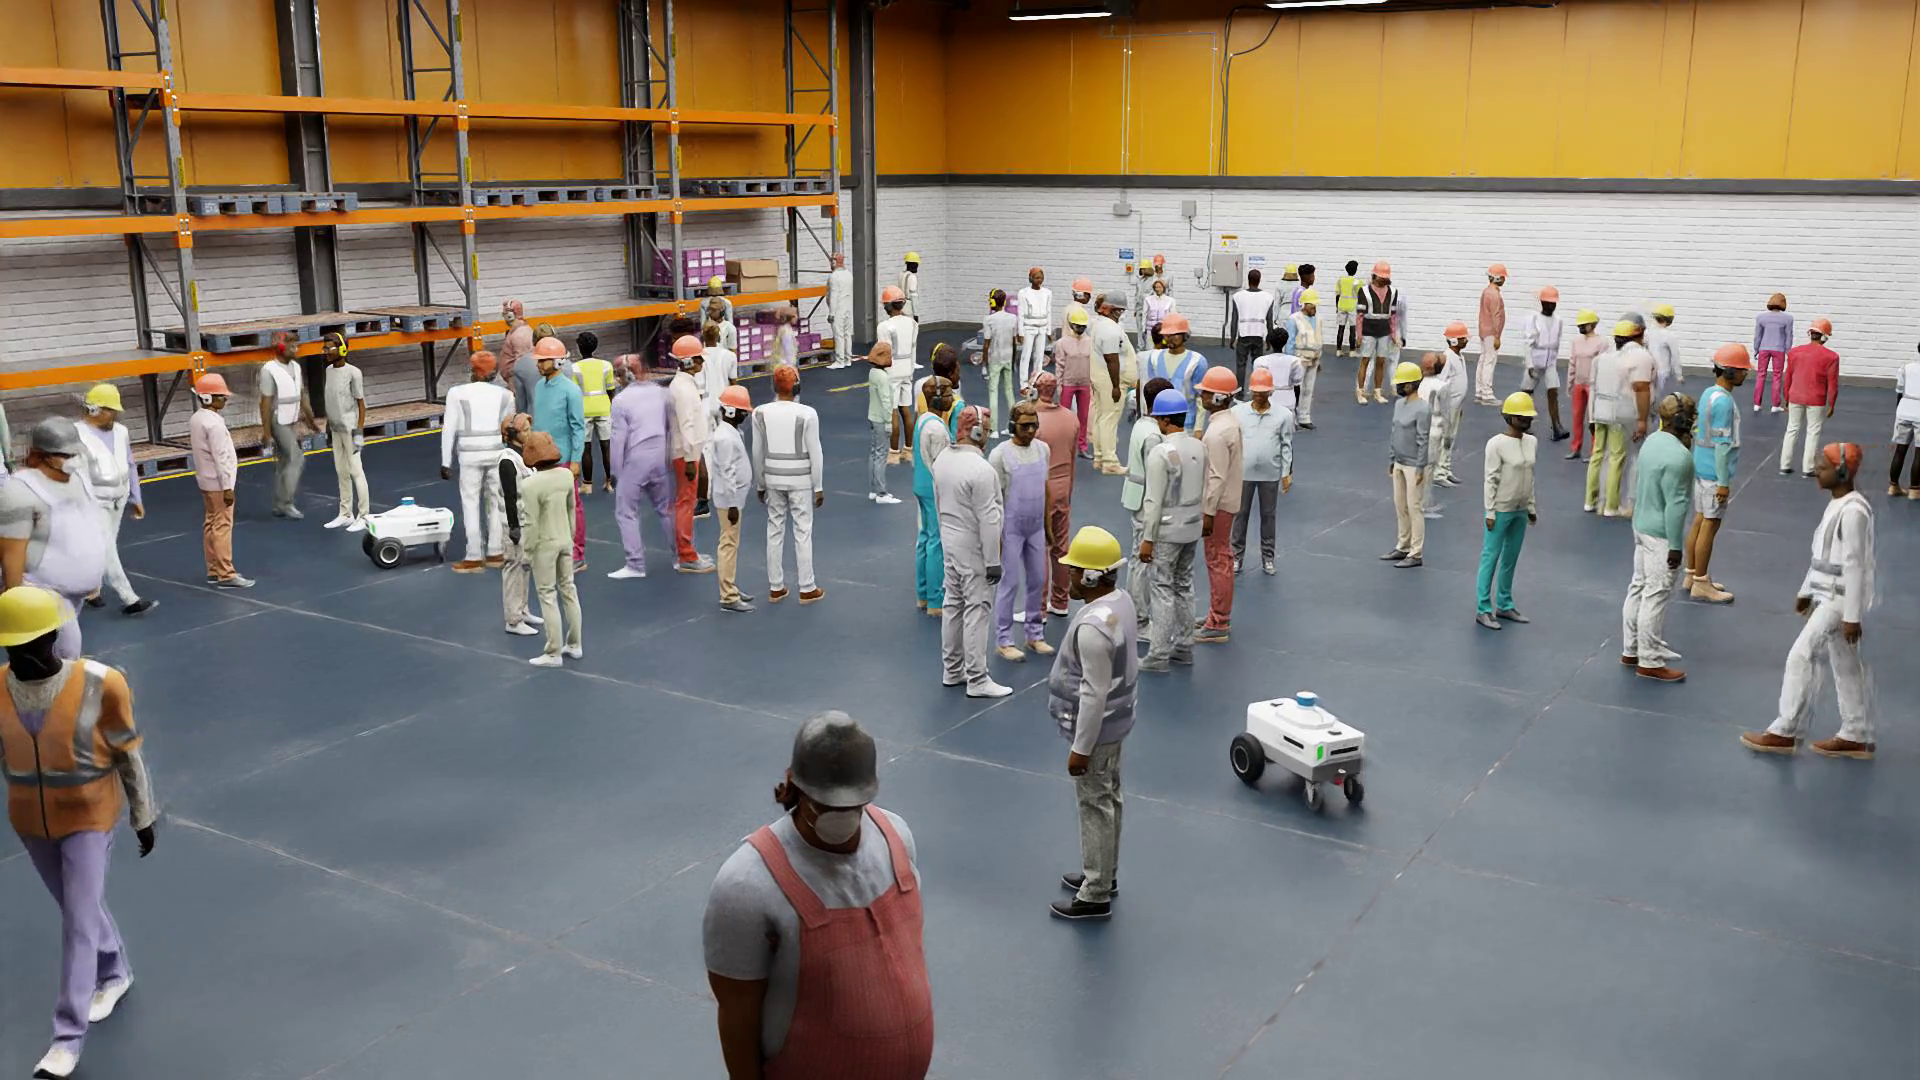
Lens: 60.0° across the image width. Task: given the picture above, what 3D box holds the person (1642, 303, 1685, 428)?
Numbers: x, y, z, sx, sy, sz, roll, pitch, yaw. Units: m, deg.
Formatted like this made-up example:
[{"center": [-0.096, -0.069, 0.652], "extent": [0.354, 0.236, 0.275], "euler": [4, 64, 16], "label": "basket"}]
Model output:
[{"center": [8.476, -2.023, 20.286], "extent": [0.933, 1.720, 0.528], "euler": [-3, 13, -14], "label": "person"}]

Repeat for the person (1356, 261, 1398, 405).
[{"center": [5.889, -2.918, 23.482], "extent": [0.605, 2.034, 0.389], "euler": [-3, 13, -11], "label": "person"}]

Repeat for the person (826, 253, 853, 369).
[{"center": [-2.023, -3.790, 27.538], "extent": [0.403, 1.911, 0.637], "euler": [6, 14, 23], "label": "person"}]

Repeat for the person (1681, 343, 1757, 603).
[{"center": [5.986, -0.532, 13.114], "extent": [0.379, 2.041, 0.614], "euler": [3, 13, 12], "label": "person"}]

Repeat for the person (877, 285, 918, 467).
[{"center": [-0.742, -1.852, 18.840], "extent": [0.373, 2.042, 0.607], "euler": [10, 16, 36], "label": "person"}]

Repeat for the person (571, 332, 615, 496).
[{"center": [-3.815, -1.304, 17.211], "extent": [0.530, 1.697, 0.321], "euler": [-9, 16, -34], "label": "person"}]

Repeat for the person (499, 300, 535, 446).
[{"center": [-4.943, -1.728, 18.608], "extent": [0.406, 1.903, 0.639], "euler": [-2, 13, -9], "label": "person"}]

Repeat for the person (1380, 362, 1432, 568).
[{"center": [3.819, -0.646, 14.239], "extent": [0.343, 1.755, 0.531], "euler": [-3, 13, -14], "label": "person"}]

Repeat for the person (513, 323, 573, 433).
[{"center": [-3.889, -1.081, 15.728], "extent": [0.627, 1.936, 0.371], "euler": [4, 14, 16], "label": "person"}]

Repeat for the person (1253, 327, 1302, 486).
[{"center": [3.355, -1.408, 17.665], "extent": [0.537, 1.695, 0.320], "euler": [0, 13, -1], "label": "person"}]

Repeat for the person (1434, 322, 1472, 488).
[{"center": [5.228, -1.441, 17.675], "extent": [0.320, 1.755, 0.570], "euler": [8, 15, 30], "label": "person"}]

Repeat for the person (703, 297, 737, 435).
[{"center": [-2.866, -1.960, 19.737], "extent": [0.505, 1.846, 0.346], "euler": [8, 15, 31], "label": "person"}]

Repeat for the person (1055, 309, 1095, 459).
[{"center": [1.346, -1.780, 19.158], "extent": [0.522, 1.758, 0.350], "euler": [-5, 14, -20], "label": "person"}]

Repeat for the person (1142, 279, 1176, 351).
[{"center": [3.024, -3.157, 25.380], "extent": [0.510, 1.640, 0.308], "euler": [3, 13, 13], "label": "person"}]

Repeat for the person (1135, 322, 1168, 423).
[{"center": [1.972, -1.258, 16.680], "extent": [0.525, 1.857, 0.345], "euler": [13, 18, 43], "label": "person"}]

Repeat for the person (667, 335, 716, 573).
[{"center": [-2.289, -0.730, 14.069], "extent": [0.387, 1.996, 0.612], "euler": [-2, 13, -11], "label": "person"}]

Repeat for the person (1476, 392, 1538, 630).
[{"center": [4.098, -0.224, 12.382], "extent": [0.523, 1.769, 0.313], "euler": [-8, 15, -32], "label": "person"}]

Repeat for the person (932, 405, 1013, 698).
[{"center": [0.086, 0.074, 10.794], "extent": [0.410, 1.903, 0.643], "euler": [-8, 15, -30], "label": "person"}]

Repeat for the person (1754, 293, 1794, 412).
[{"center": [11.175, -2.577, 22.877], "extent": [0.498, 1.633, 0.283], "euler": [11, 17, 41], "label": "person"}]

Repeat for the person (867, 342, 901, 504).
[{"center": [-0.788, -1.187, 16.848], "extent": [0.285, 1.633, 0.498], "euler": [-4, 14, -17], "label": "person"}]

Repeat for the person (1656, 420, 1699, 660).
[{"center": [4.947, -0.047, 11.660], "extent": [0.300, 1.745, 0.483], "euler": [2, 13, 9], "label": "person"}]

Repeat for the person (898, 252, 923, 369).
[{"center": [-0.828, -3.811, 27.589], "extent": [0.381, 1.923, 0.591], "euler": [-6, 14, -23], "label": "person"}]

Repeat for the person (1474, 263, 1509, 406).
[{"center": [7.517, -2.906, 23.509], "extent": [0.375, 1.996, 0.611], "euler": [0, 13, 0], "label": "person"}]

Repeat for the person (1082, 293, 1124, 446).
[{"center": [1.725, -2.059, 20.168], "extent": [0.511, 1.842, 0.327], "euler": [2, 13, 7], "label": "person"}]

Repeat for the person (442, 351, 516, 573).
[{"center": [-4.039, -0.657, 14.065], "extent": [0.650, 1.859, 0.408], "euler": [-8, 15, -30], "label": "person"}]

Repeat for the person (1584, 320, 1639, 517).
[{"center": [6.393, -1.184, 16.219], "extent": [0.405, 1.919, 0.596], "euler": [-7, 15, -29], "label": "person"}]

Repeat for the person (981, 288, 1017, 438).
[{"center": [0.489, -2.196, 20.738], "extent": [0.518, 1.860, 0.321], "euler": [-7, 15, -29], "label": "person"}]

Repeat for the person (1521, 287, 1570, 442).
[{"center": [7.222, -2.170, 20.540], "extent": [0.556, 1.887, 0.977], "euler": [-2, 13, -9], "label": "person"}]

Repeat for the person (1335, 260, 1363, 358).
[{"center": [6.787, -4.021, 28.999], "extent": [0.540, 1.695, 0.317], "euler": [11, 17, 41], "label": "person"}]

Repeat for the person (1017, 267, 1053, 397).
[{"center": [1.094, -3.038, 24.330], "extent": [0.573, 1.883, 0.359], "euler": [-7, 15, -28], "label": "person"}]

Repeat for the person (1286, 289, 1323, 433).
[{"center": [4.388, -2.278, 21.142], "extent": [0.600, 1.829, 0.404], "euler": [-10, 16, -36], "label": "person"}]

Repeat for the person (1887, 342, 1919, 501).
[{"center": [9.767, -1.237, 16.947], "extent": [0.319, 1.687, 0.538], "euler": [-6, 14, -24], "label": "person"}]

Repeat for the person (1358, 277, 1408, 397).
[{"center": [6.173, -2.976, 24.250], "extent": [0.700, 1.813, 0.643], "euler": [2, 13, 8], "label": "person"}]

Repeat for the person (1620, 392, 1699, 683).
[{"center": [4.699, -0.027, 11.150], "extent": [0.374, 1.939, 0.628], "euler": [1, 13, 3], "label": "person"}]

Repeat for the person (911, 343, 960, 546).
[{"center": [-0.194, -0.832, 14.817], "extent": [0.561, 1.872, 0.359], "euler": [-10, 16, -36], "label": "person"}]

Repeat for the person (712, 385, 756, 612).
[{"center": [-1.742, -0.326, 12.861], "extent": [0.337, 1.745, 0.560], "euler": [-1, 13, -6], "label": "person"}]

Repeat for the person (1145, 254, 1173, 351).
[{"center": [3.562, -4.266, 29.950], "extent": [0.563, 1.747, 0.339], "euler": [0, 13, 0], "label": "person"}]

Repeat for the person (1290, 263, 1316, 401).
[{"center": [4.929, -2.991, 23.938], "extent": [0.366, 1.967, 0.603], "euler": [1, 13, 3], "label": "person"}]
